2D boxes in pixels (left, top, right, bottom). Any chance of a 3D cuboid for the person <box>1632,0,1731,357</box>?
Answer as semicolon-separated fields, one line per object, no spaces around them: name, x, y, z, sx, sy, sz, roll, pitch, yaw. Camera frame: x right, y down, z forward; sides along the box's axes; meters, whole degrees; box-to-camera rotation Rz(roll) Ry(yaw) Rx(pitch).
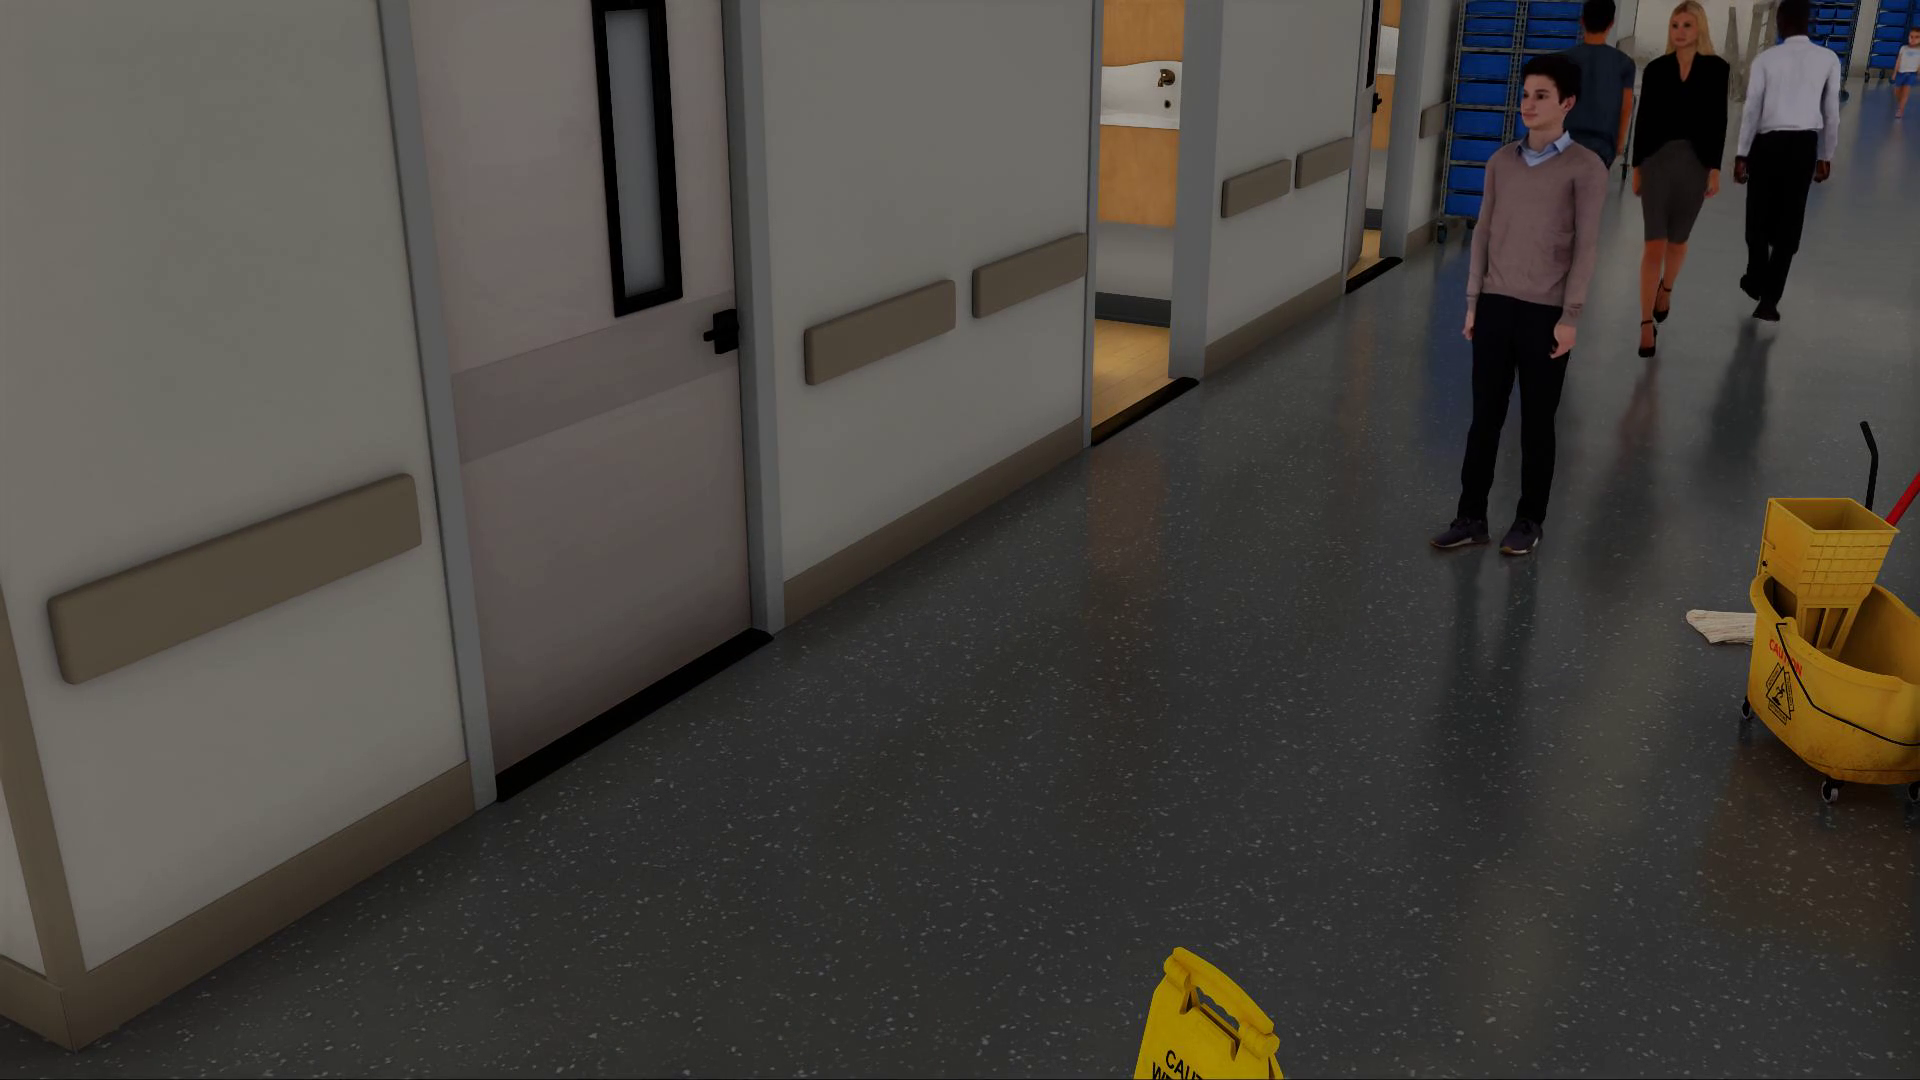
person;3.834;-1.902;8.902;0.684;1.790;1.198;9;22;21

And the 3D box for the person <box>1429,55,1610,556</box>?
person;2.069;-0.834;6.055;0.749;1.810;0.710;-19;28;-41

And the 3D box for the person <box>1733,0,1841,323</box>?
person;4.668;-2.099;9.454;0.744;1.767;1.305;10;23;25

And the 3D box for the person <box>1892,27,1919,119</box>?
person;10.987;-5.418;19.280;0.491;1.014;0.683;16;26;36

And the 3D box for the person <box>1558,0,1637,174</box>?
person;3.727;-2.296;9.974;0.634;1.767;1.111;11;23;27
